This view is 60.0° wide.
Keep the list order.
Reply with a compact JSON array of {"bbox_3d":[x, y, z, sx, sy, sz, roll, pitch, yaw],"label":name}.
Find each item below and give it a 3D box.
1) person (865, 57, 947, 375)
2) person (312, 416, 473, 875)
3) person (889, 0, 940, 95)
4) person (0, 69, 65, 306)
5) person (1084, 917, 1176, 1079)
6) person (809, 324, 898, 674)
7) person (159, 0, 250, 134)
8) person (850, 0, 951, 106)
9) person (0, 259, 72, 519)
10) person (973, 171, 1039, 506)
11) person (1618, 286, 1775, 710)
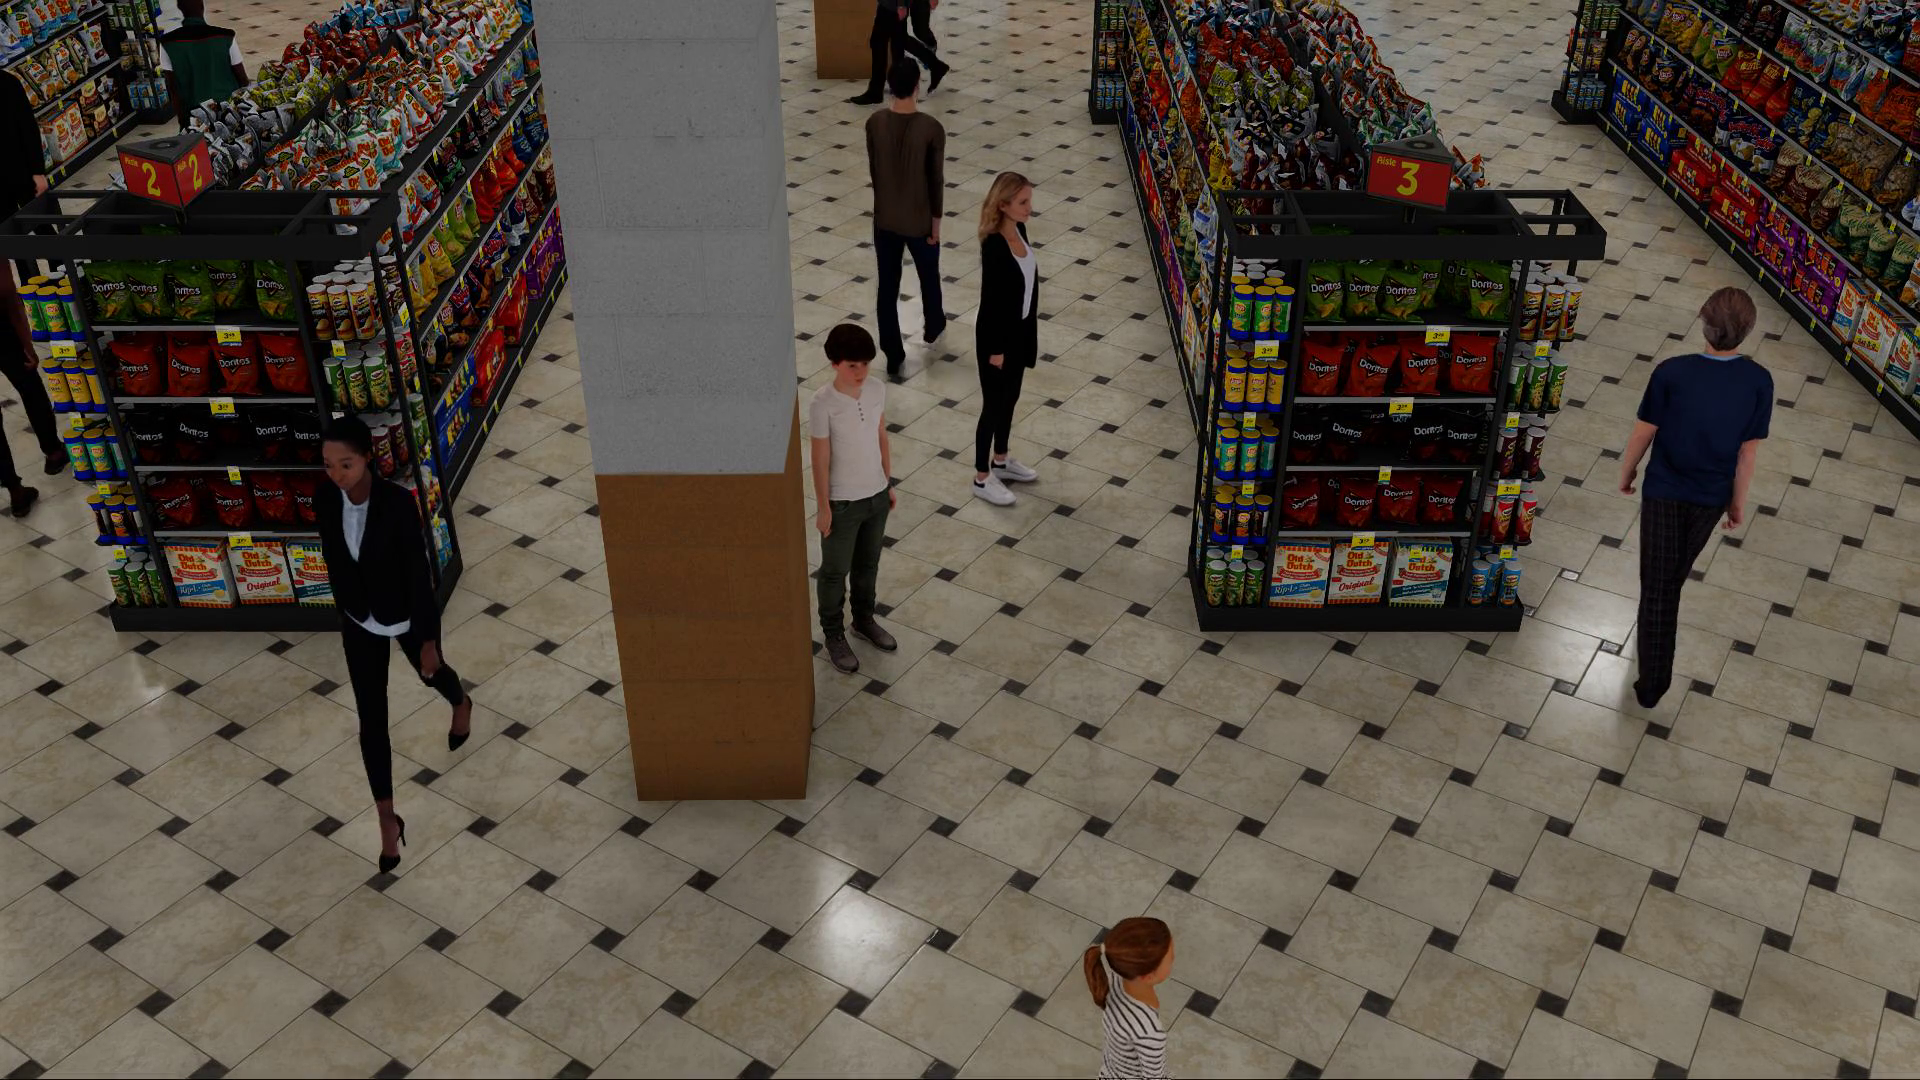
[{"bbox_3d":[-0.358,-1.869,9.867,0.774,1.859,1.025,6,32,9],"label":"person"},{"bbox_3d":[-2.142,0.309,6.440,0.651,1.783,1.181,3,32,4],"label":"person"},{"bbox_3d":[-0.396,-4.920,14.828,0.911,1.799,1.129,11,34,17],"label":"person"},{"bbox_3d":[-6.129,-2.400,10.686,0.715,1.896,0.621,3,32,5],"label":"person"},{"bbox_3d":[0.480,1.609,4.794,0.568,1.314,0.488,-6,32,-9],"label":"person"},{"bbox_3d":[-0.477,-0.200,7.380,0.670,1.653,0.721,-25,40,-35],"label":"person"},{"bbox_3d":[-5.169,-2.929,11.590,0.754,1.839,0.721,-10,33,-15],"label":"person"},{"bbox_3d":[-0.503,-4.720,14.510,0.956,1.796,1.169,-7,33,-11],"label":"person"},{"bbox_3d":[-5.000,-0.941,8.439,0.812,1.793,1.012,-7,33,-12],"label":"person"},{"bbox_3d":[0.214,-1.039,8.590,0.729,1.800,0.579,12,34,19],"label":"person"},{"bbox_3d":[3.102,-0.122,7.111,0.834,1.805,1.275,6,32,9],"label":"person"}]
